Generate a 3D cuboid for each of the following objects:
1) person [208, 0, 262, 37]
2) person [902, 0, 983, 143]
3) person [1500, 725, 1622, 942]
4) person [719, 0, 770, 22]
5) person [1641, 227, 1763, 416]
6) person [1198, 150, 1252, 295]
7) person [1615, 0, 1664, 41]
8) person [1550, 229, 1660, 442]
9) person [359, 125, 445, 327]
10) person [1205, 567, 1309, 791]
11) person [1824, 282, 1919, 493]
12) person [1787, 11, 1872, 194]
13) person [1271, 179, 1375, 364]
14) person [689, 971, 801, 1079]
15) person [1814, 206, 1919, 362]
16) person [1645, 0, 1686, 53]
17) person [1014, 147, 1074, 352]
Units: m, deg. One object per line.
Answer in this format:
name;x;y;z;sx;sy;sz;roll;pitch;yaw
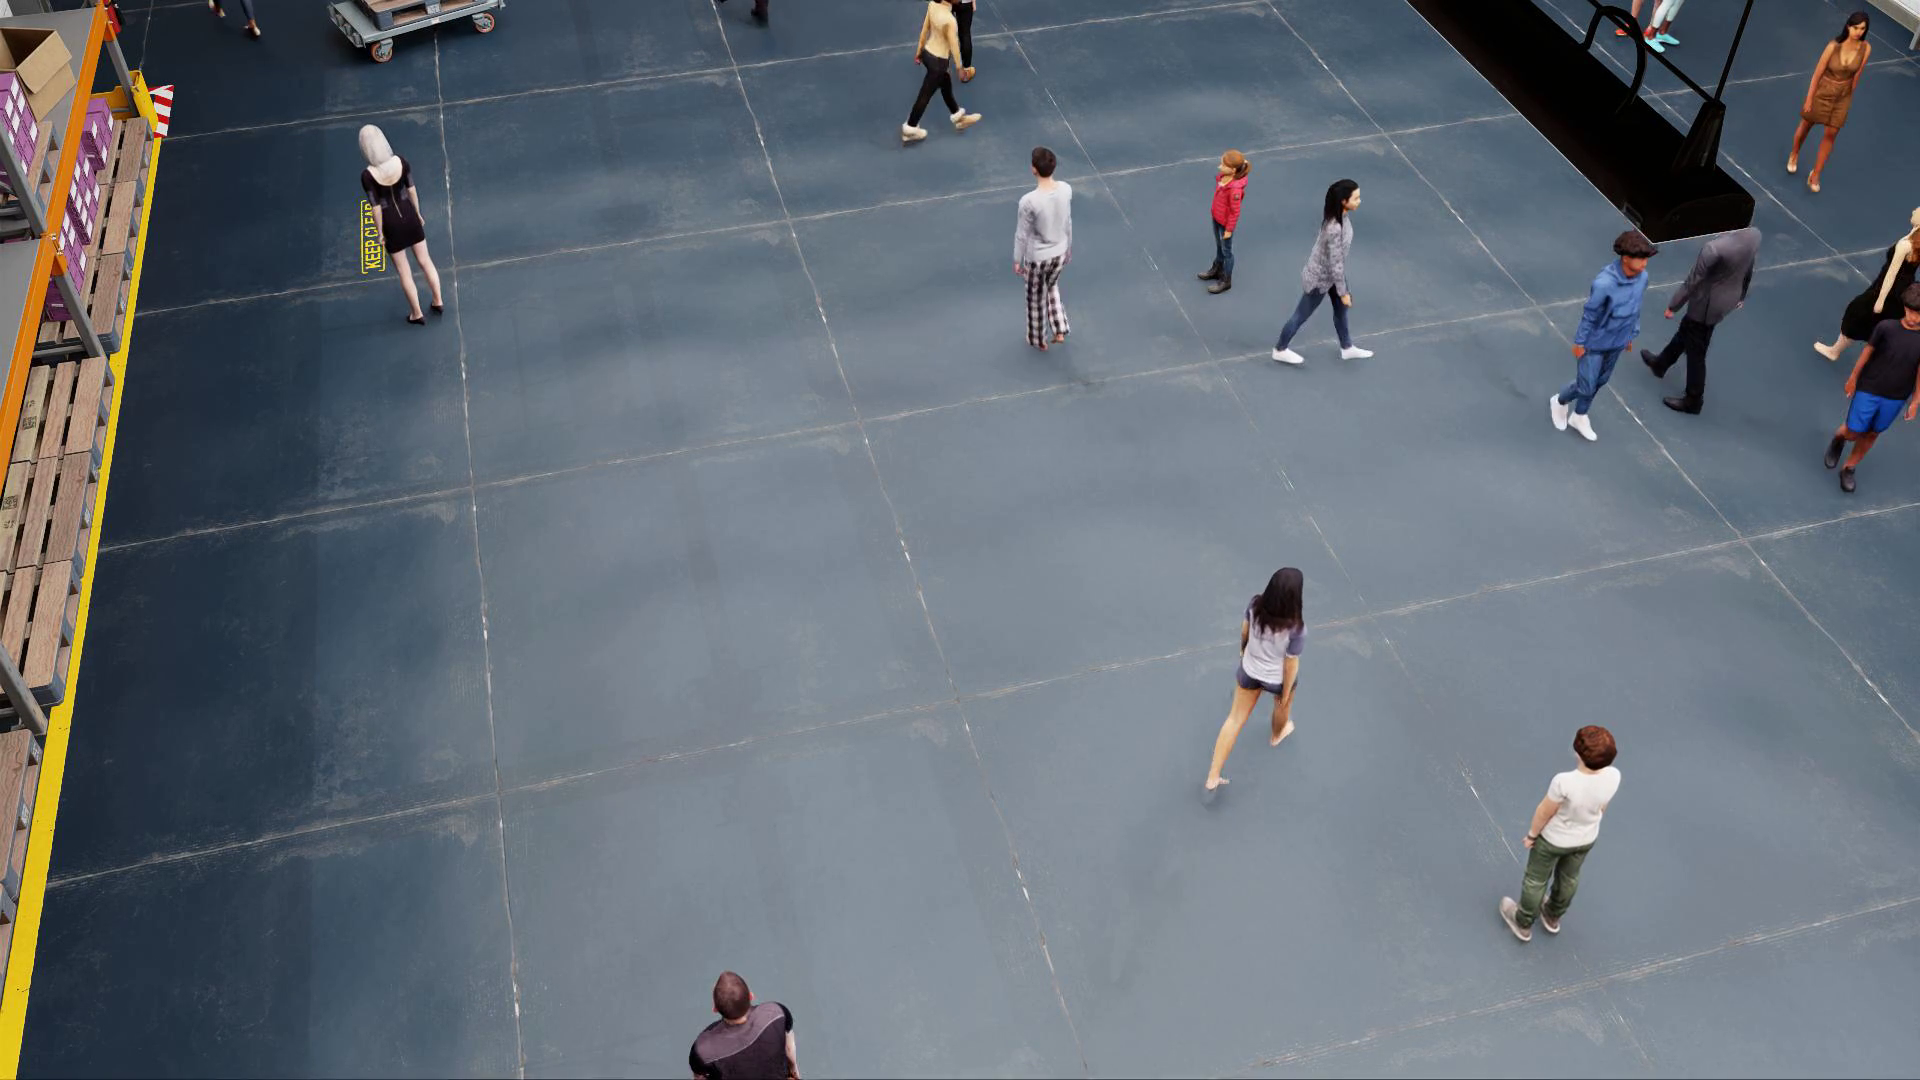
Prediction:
person;-7.656;-6.096;17.307;0.960;1.738;1.205;-33;52;-30
person;-0.305;-4.499;15.731;0.771;1.600;1.045;-23;48;-22
person;3.375;1.639;9.250;0.569;1.653;0.566;-6;44;-6
person;-2.292;-6.356;17.540;1.060;1.794;1.324;-28;50;-26
person;5.799;-1.773;12.721;1.011;1.804;1.138;-26;49;-25
person;2.251;-2.710;14.058;0.565;1.318;0.423;-10;44;-10
person;7.266;-6.062;17.190;0.789;1.851;0.646;-32;52;-29
person;4.797;-1.573;12.517;0.733;1.797;0.701;-16;46;-17
person;-4.548;-2.552;13.521;0.650;1.830;0.643;34;53;31
person;1.794;0.858;10.039;1.132;1.695;1.077;29;51;27
person;6.711;-1.160;12.097;0.795;1.779;0.857;12;45;13
person;7.947;-4.094;15.260;0.772;1.664;0.917;6;44;6
person;2.779;-2.089;13.130;1.032;1.698;1.072;13;45;14
person;-0.979;2.713;7.996;0.766;1.827;0.760;-24;49;-23
person;7.363;-1.883;12.991;0.782;1.592;1.125;-22;48;-21
person;7.464;-5.864;17.076;0.667;1.721;0.700;-33;53;-30
person;0.717;-2.230;13.177;0.739;1.838;0.798;-20;47;-20
